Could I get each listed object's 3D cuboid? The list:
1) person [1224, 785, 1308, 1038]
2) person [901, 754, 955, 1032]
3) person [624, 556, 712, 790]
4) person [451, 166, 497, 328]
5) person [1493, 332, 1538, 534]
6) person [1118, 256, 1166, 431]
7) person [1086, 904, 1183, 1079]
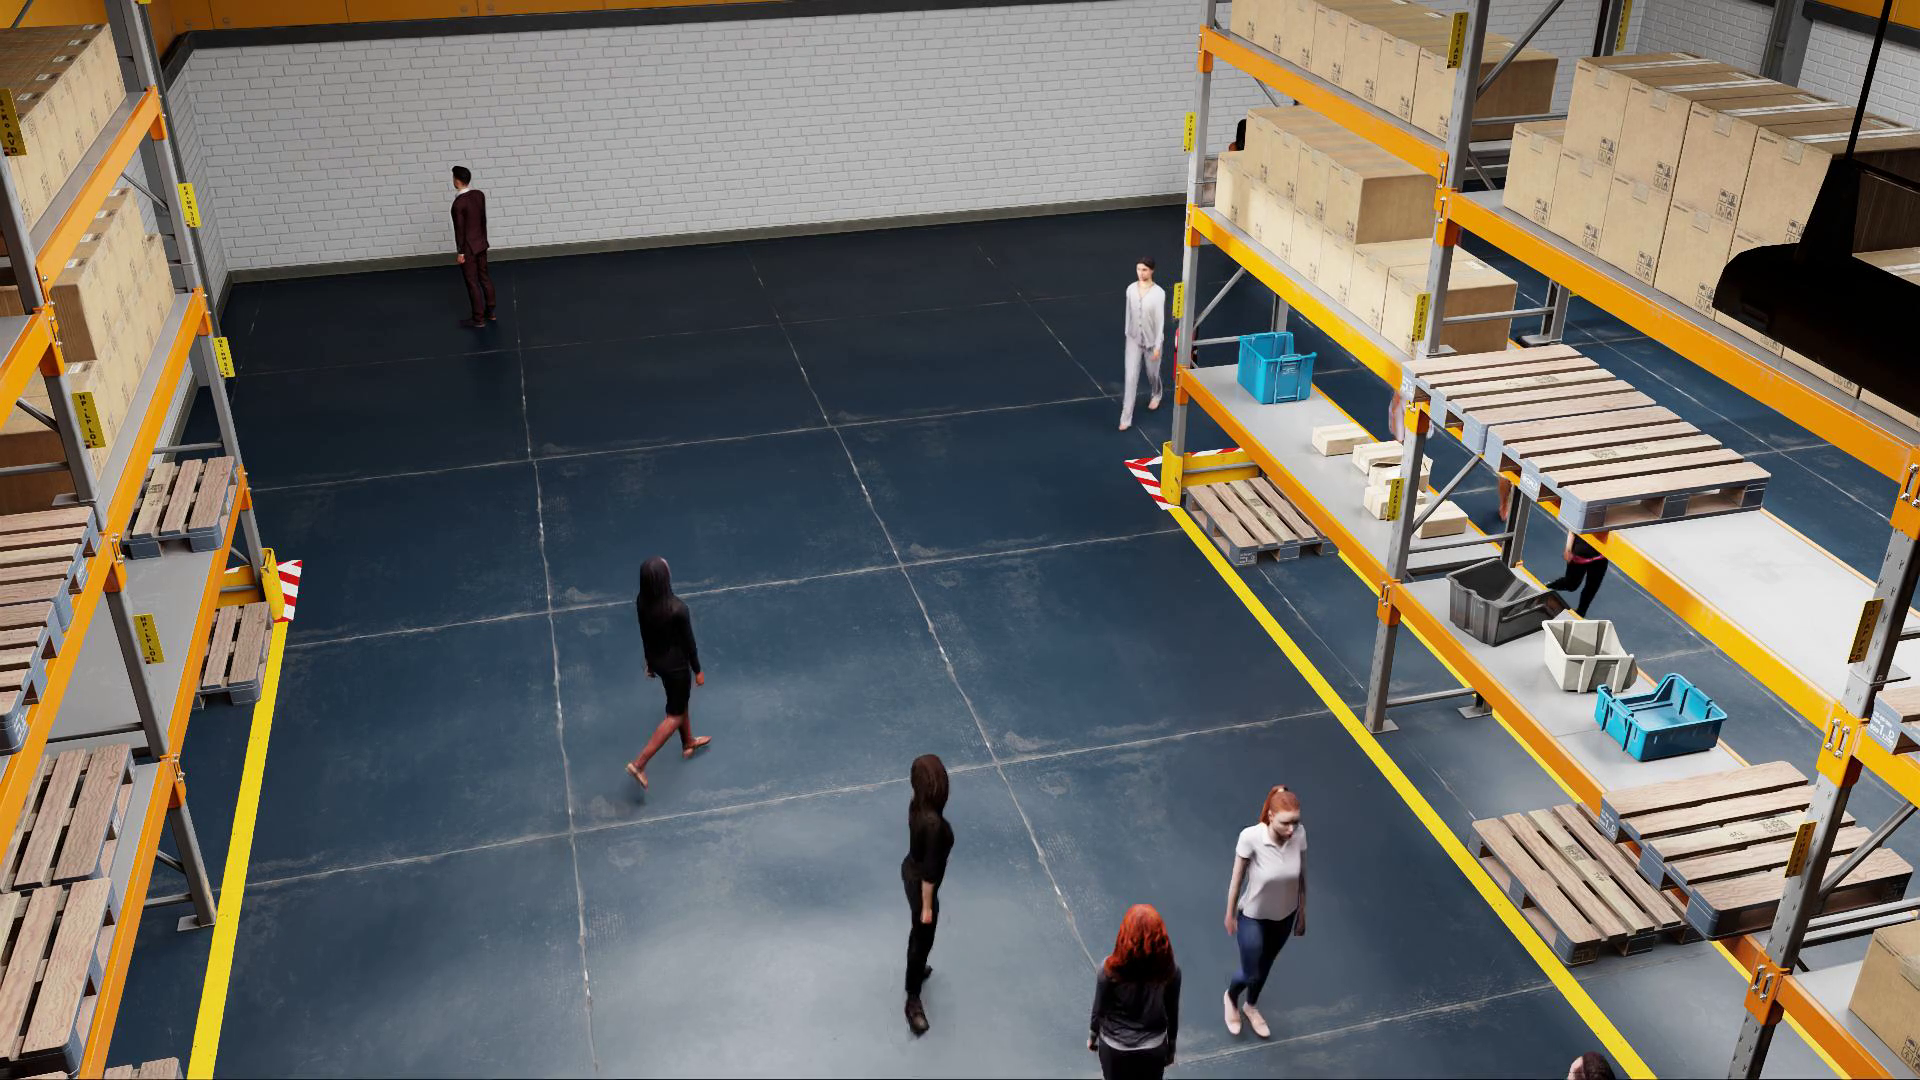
[{"bbox_3d":[1.676,2.041,9.368,0.597,1.724,0.596,-10,30,-17],"label":"person"},{"bbox_3d":[-0.237,2.021,9.525,0.834,1.608,0.510,-1,29,-1],"label":"person"},{"bbox_3d":[-2.048,0.924,11.446,1.107,1.694,1.075,21,35,33],"label":"person"},{"bbox_3d":[-5.626,-3.394,19.184,0.841,1.865,0.748,10,30,18],"label":"person"},{"bbox_3d":[4.916,-0.879,14.604,1.024,1.835,1.207,9,30,16],"label":"person"},{"bbox_3d":[1.907,-2.019,16.804,1.043,1.731,1.163,12,31,21],"label":"person"},{"bbox_3d":[0.877,2.597,8.302,0.618,1.768,0.612,-3,29,-6],"label":"person"}]
